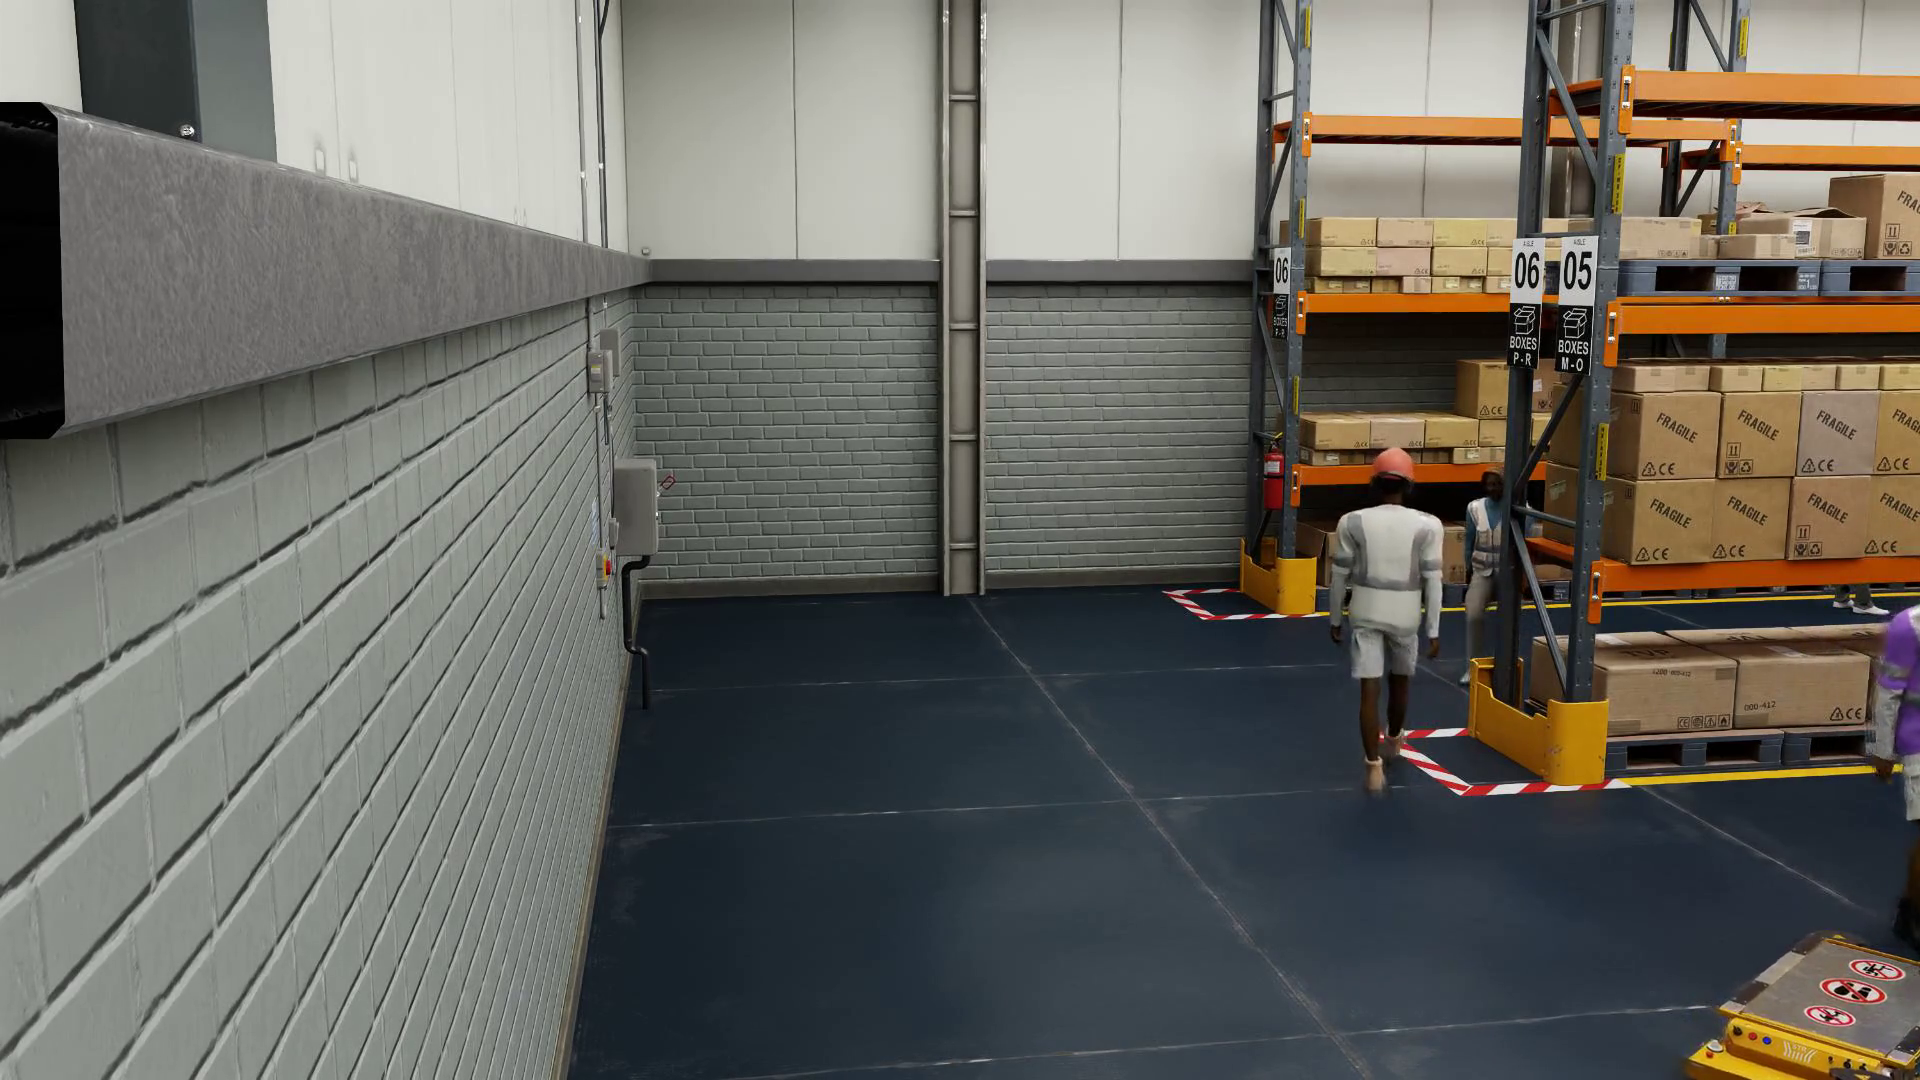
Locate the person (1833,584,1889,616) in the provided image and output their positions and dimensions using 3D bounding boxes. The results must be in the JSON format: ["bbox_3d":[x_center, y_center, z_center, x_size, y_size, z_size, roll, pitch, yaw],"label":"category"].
[{"bbox_3d":[8.017,-0.300,14.708,0.383,1.923,0.590,-1,9,-8],"label":"person"}]

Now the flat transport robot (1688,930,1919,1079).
[{"bbox_3d":[3.435,1.864,6.443,0.652,0.197,1.431,9,13,44],"label":"flat transport robot"}]

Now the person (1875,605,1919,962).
[{"bbox_3d":[4.322,0.926,7.155,0.564,1.912,0.766,0,9,0],"label":"person"}]

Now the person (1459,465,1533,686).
[{"bbox_3d":[3.894,0.269,12.123,0.534,1.615,0.619,7,11,35],"label":"person"}]

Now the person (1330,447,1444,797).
[{"bbox_3d":[2.522,0.444,9.884,0.635,1.995,1.001,2,9,13],"label":"person"}]
